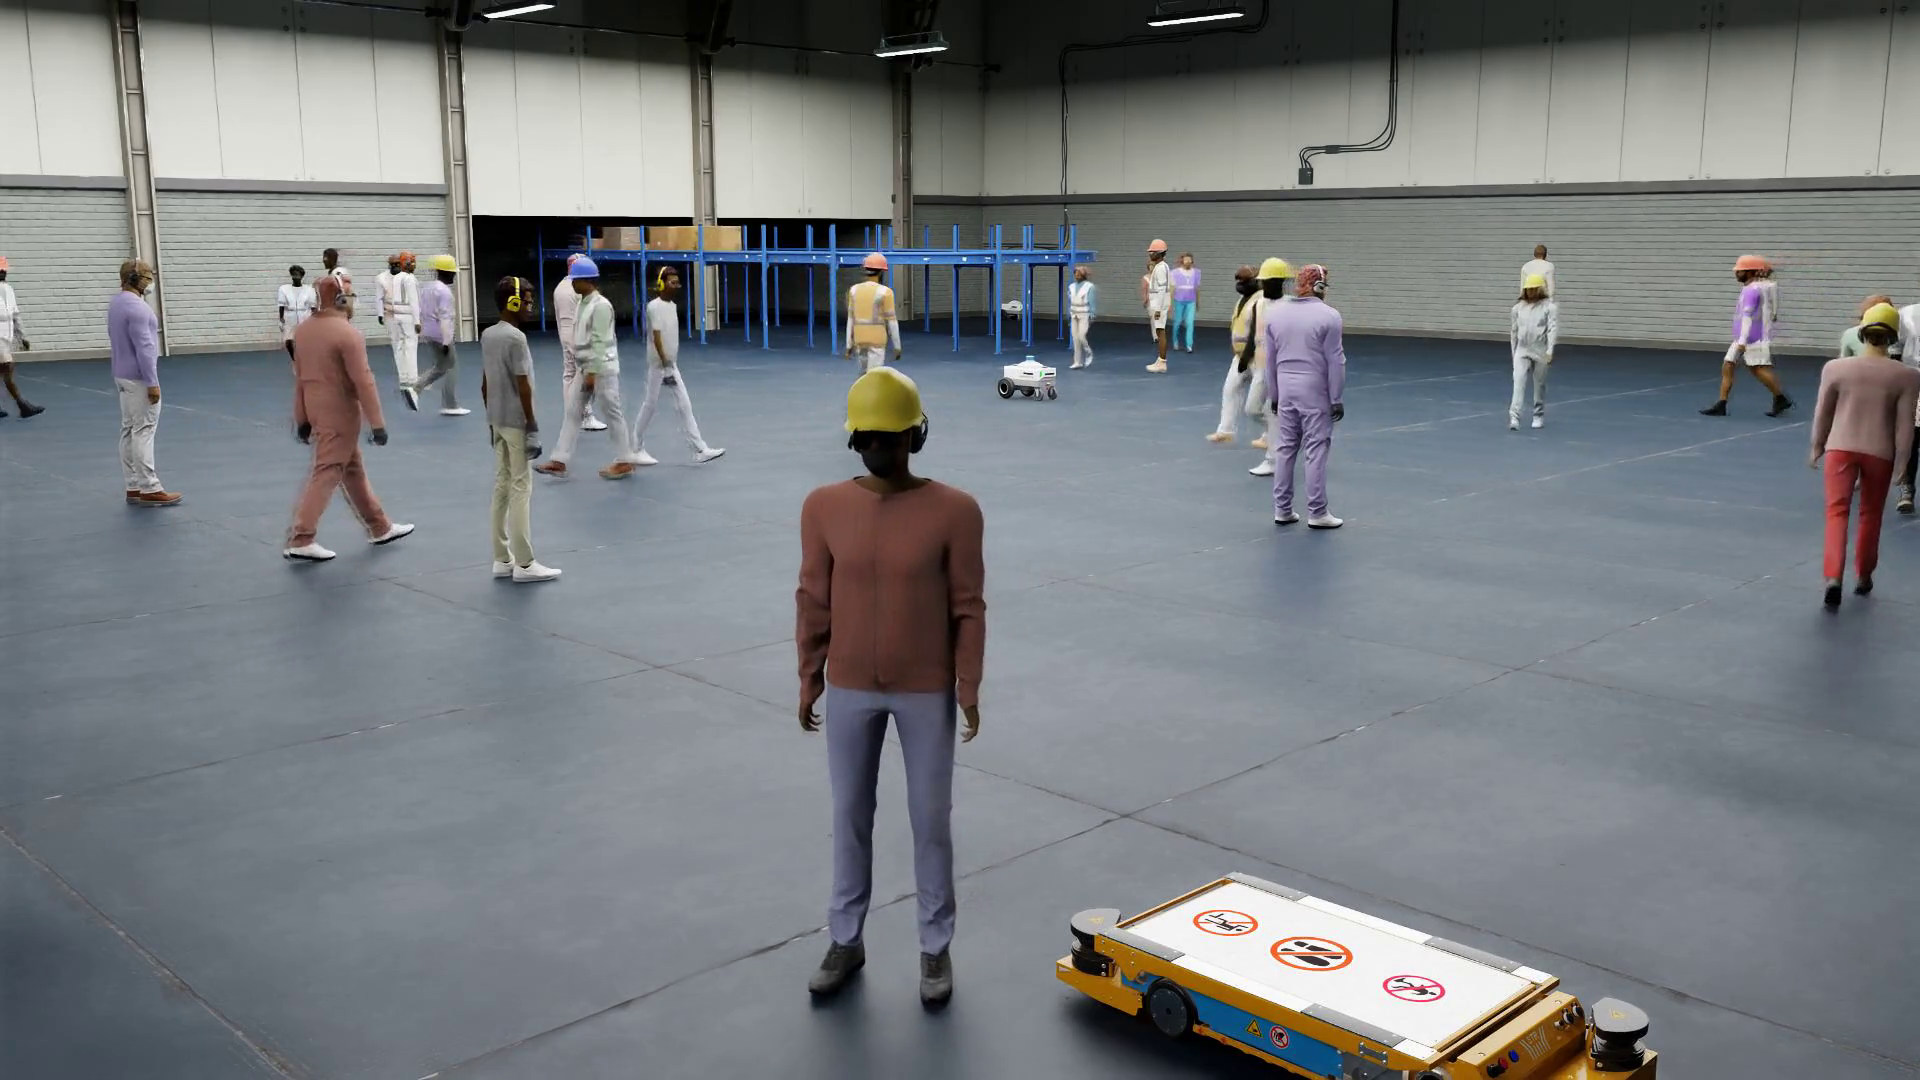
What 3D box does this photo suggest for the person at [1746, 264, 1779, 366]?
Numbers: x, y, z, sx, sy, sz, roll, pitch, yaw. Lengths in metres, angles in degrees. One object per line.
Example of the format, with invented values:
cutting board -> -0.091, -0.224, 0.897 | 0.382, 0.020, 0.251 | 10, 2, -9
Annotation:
person -> 13.010, -3.646, 27.004 | 0.313, 1.639, 0.513 | -10, 14, -42

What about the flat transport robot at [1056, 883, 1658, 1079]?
flat transport robot -> 1.002, 1.205, 4.401 | 0.652, 0.197, 1.431 | -10, 14, -44

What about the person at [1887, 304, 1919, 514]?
person -> 7.401, -1.150, 12.642 | 0.700, 1.901, 0.999 | 5, 12, 27

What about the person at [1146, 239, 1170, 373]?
person -> 3.069, -3.629, 25.805 | 0.387, 2.045, 0.605 | 2, 11, 8

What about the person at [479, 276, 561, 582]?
person -> -2.745, -0.686, 10.256 | 0.330, 1.865, 0.518 | -10, 14, -42

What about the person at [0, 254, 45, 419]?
person -> -11.015, -2.350, 19.229 | 0.939, 1.892, 0.593 | 1, 10, 6

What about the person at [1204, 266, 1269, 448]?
person -> 2.843, -1.812, 16.578 | 0.863, 1.803, 0.624 | -3, 11, -15

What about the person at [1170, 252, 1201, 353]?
person -> 4.092, -4.341, 30.321 | 0.578, 1.821, 0.852 | -1, 10, -4

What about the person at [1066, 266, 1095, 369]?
person -> 1.892, -3.516, 26.317 | 0.545, 1.621, 0.370 | 10, 15, 44

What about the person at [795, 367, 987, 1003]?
person -> -0.198, 0.407, 4.565 | 0.533, 1.765, 0.331 | 2, 11, 10

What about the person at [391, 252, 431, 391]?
person -> -7.558, -2.995, 22.784 | 0.356, 1.886, 0.573 | -10, 14, -42

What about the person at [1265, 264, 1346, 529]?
person -> 2.534, -1.044, 12.109 | 0.403, 1.901, 0.637 | -10, 14, -42

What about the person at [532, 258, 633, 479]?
person -> -3.273, -1.459, 14.352 | 0.930, 1.909, 0.608 | -8, 13, -37

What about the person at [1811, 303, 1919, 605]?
person -> 5.217, -0.505, 9.624 | 0.524, 1.729, 0.869 | 6, 12, 28

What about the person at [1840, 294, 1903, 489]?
person -> 7.651, -1.243, 13.932 | 0.556, 1.613, 0.523 | -9, 14, -41

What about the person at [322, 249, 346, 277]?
person -> -9.904, -3.651, 26.327 | 0.608, 1.894, 0.618 | -6, 12, -29

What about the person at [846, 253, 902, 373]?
person -> -0.898, -2.150, 18.094 | 0.574, 1.908, 0.766 | 6, 12, 31

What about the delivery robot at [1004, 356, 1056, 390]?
delivery robot -> 0.916, -2.162, 21.730 | 0.477, 0.478, 0.707 | -10, 14, -44

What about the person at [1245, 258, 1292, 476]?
person -> 2.773, -1.525, 14.679 | 0.447, 1.913, 0.611 | -5, 12, -26

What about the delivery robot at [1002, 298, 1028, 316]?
delivery robot -> 1.381, -5.810, 41.623 | 0.477, 0.478, 0.707 | -10, 14, -44

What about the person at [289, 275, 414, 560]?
person -> -4.094, -0.821, 11.031 | 0.673, 1.851, 1.014 | 8, 13, 39

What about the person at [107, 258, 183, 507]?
person -> -6.472, -1.244, 13.113 | 0.373, 1.933, 0.627 | -10, 14, -42

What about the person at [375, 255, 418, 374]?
person -> -8.571, -3.424, 25.372 | 0.631, 1.797, 0.940 | -3, 11, -15

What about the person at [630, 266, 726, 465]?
person -> -2.659, -1.590, 15.299 | 0.981, 1.824, 0.537 | 4, 11, 21

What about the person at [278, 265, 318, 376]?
person -> -9.691, -3.193, 24.385 | 0.556, 1.685, 0.419 | -3, 11, -17

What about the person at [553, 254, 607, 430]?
person -> -4.149, -2.168, 18.212 | 0.403, 1.911, 0.637 | -10, 14, -42

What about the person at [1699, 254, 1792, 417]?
person -> 9.298, -2.389, 19.480 | 0.958, 1.900, 0.550 | 3, 11, 18

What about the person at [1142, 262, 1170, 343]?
person -> 3.860, -4.675, 32.747 | 0.555, 1.583, 0.817 | 2, 11, 11

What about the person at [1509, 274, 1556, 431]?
person -> 6.239, -2.051, 18.150 | 0.489, 1.697, 0.904 | 5, 12, 26

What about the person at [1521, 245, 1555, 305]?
person -> 10.326, -4.296, 29.732 | 0.373, 1.941, 0.627 | -10, 14, -42

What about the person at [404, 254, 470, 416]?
person -> -6.117, -2.387, 19.434 | 0.658, 1.895, 0.605 | -8, 13, -36
